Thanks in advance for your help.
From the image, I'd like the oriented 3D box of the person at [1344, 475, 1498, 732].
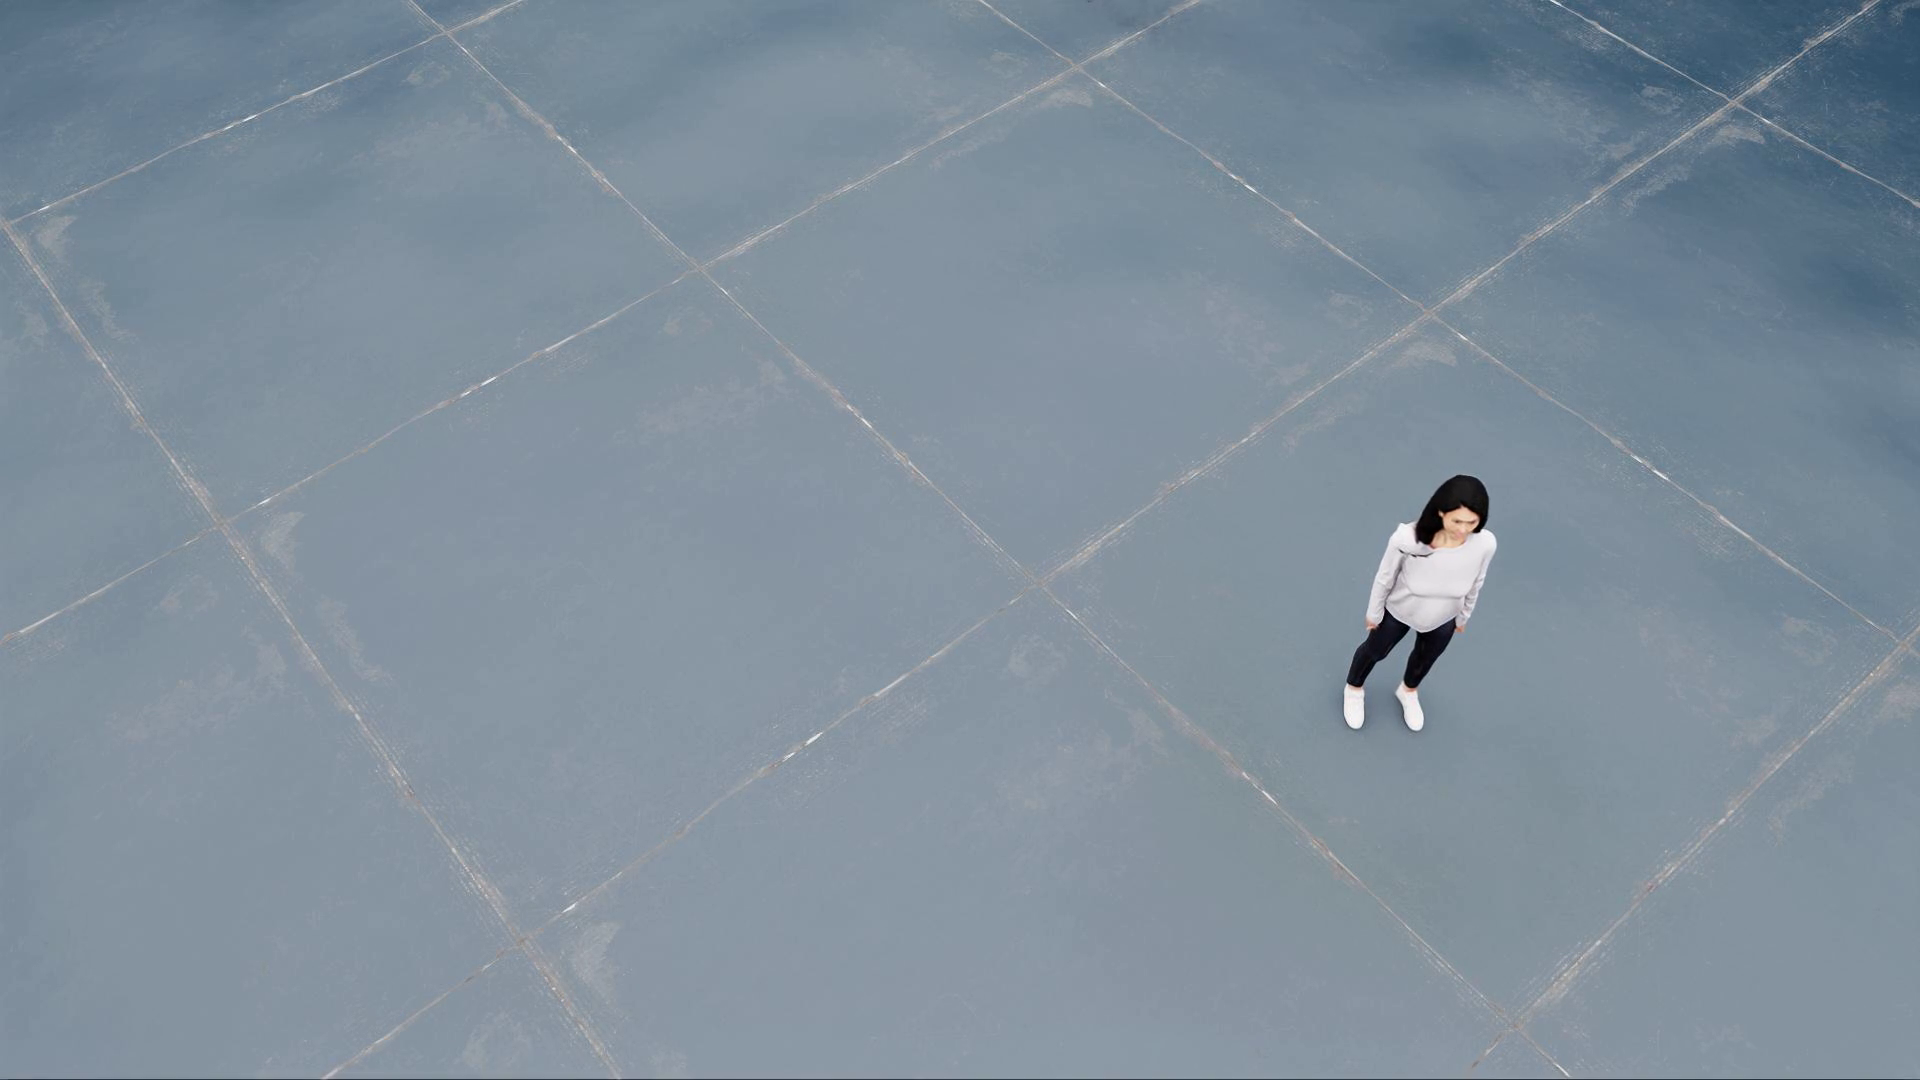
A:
[{"bbox_3d":[2.006,0.280,7.251,0.675,1.698,0.747,1,52,1],"label":"person"}]
